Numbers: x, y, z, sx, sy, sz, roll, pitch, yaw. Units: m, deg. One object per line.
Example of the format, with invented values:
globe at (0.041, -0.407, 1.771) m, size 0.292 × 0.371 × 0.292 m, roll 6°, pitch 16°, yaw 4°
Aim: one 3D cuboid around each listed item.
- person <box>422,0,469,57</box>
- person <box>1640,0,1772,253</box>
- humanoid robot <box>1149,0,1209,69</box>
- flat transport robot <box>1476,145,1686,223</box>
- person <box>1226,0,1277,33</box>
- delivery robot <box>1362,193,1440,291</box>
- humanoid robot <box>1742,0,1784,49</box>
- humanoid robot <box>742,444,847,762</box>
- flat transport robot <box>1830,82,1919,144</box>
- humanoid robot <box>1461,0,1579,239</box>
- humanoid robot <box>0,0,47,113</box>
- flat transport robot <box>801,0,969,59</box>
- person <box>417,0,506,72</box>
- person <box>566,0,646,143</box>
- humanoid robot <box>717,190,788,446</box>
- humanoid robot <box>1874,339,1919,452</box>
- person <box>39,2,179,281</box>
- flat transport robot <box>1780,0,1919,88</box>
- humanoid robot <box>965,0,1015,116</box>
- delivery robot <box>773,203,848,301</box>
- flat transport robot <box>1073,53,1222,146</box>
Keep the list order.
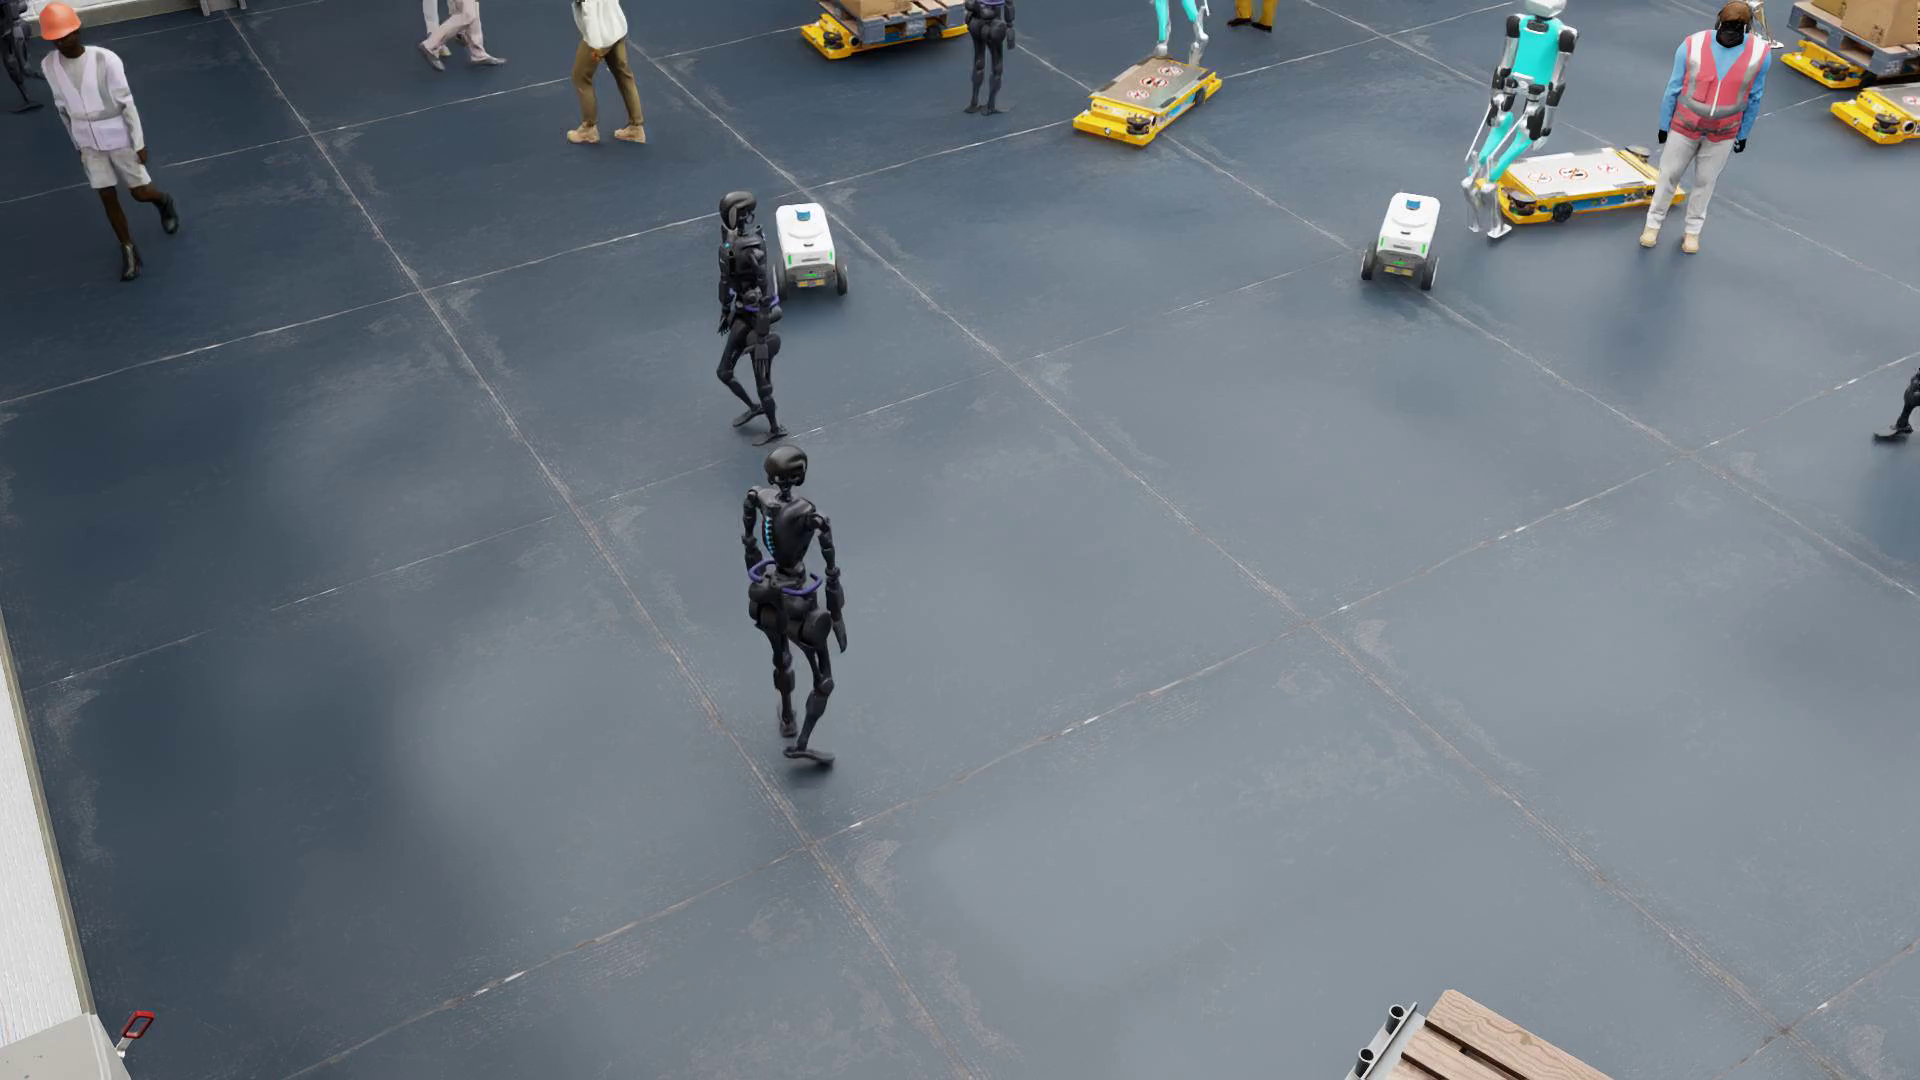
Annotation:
person at (-4.601, -5.208, 14.577) m, size 0.347 × 1.876 × 0.586 m, roll 30°, pitch 47°, yaw 32°
person at (5.225, -2.892, 11.688) m, size 0.628 × 1.836 × 0.432 m, roll 12°, pitch 40°, yaw 15°
humanoid robot at (1.847, -4.616, 13.967) m, size 0.543 × 1.778 × 0.895 m, roll -9°, pitch 39°, yaw -11°
flat transport robot at (4.737, -2.715, 12.718) m, size 1.431 × 0.231 × 0.659 m, roll -9°, pitch 39°, yaw -12°
person at (2.702, -5.462, 15.000) m, size 0.556 × 1.734 × 0.530 m, roll -28°, pitch 46°, yaw -31°
delivery robot at (3.160, -2.139, 11.762) m, size 0.499 × 0.597 × 0.779 m, roll 13°, pitch 40°, yaw 15°
humanoid robot at (7.123, -5.120, 14.466) m, size 0.735 × 1.674 × 0.533 m, roll -11°, pitch 40°, yaw -14°
humanoid robot at (-0.813, 0.313, 7.769) m, size 0.585 × 1.646 × 0.453 m, roll 22°, pitch 43°, yaw 25°
flat transport robot at (8.065, -3.557, 13.780) m, size 1.431 × 0.231 × 0.659 m, roll -8°, pitch 39°, yaw -10°
humanoid robot at (3.871, -2.946, 11.807) m, size 0.746 × 1.752 × 0.540 m, roll -30°, pitch 47°, yaw -32°
humanoid robot at (-7.769, -4.334, 13.627) m, size 0.602 × 1.637 × 0.492 m, roll 27°, pitch 45°, yaw 29°
flat transport robot at (-0.675, -4.724, 15.253) m, size 1.431 × 0.231 × 0.659 m, roll -17°, pitch 42°, yaw -21°
person at (-4.380, -4.872, 14.187) m, size 0.638 × 1.817 × 0.600 m, roll -9°, pitch 39°, yaw -11°
person at (-2.911, -3.955, 13.091) m, size 0.759 × 1.733 × 0.564 m, roll 9°, pitch 39°, yaw 11°
humanoid robot at (-1.238, -1.278, 9.772) m, size 0.342 × 1.652 × 0.585 m, roll -23°, pitch 44°, yaw -26°
humanoid robot at (5.889, -1.200, 9.676) m, size 0.436 × 1.661 × 0.595 m, roll -11°, pitch 40°, yaw -14°
person at (-5.895, -2.799, 11.496) m, size 0.550 × 1.922 × 0.708 m, roll -2°, pitch 38°, yaw -2°
flat transport robot at (8.071, -4.264, 14.673) m, size 1.431 × 0.231 × 0.659 m, roll -11°, pitch 40°, yaw -14°
humanoid robot at (0.230, -4.292, 13.586) m, size 0.316 × 1.648 × 0.600 m, roll -24°, pitch 44°, yaw -27°
delivery robot at (-1.076, -2.027, 11.634) m, size 0.499 × 0.613 × 0.797 m, roll -7°, pitch 39°, yaw -9°
flat transport robot at (1.593, -3.717, 13.982) m, size 0.659 × 0.231 × 1.431 m, roll 22°, pitch 44°, yaw 26°
